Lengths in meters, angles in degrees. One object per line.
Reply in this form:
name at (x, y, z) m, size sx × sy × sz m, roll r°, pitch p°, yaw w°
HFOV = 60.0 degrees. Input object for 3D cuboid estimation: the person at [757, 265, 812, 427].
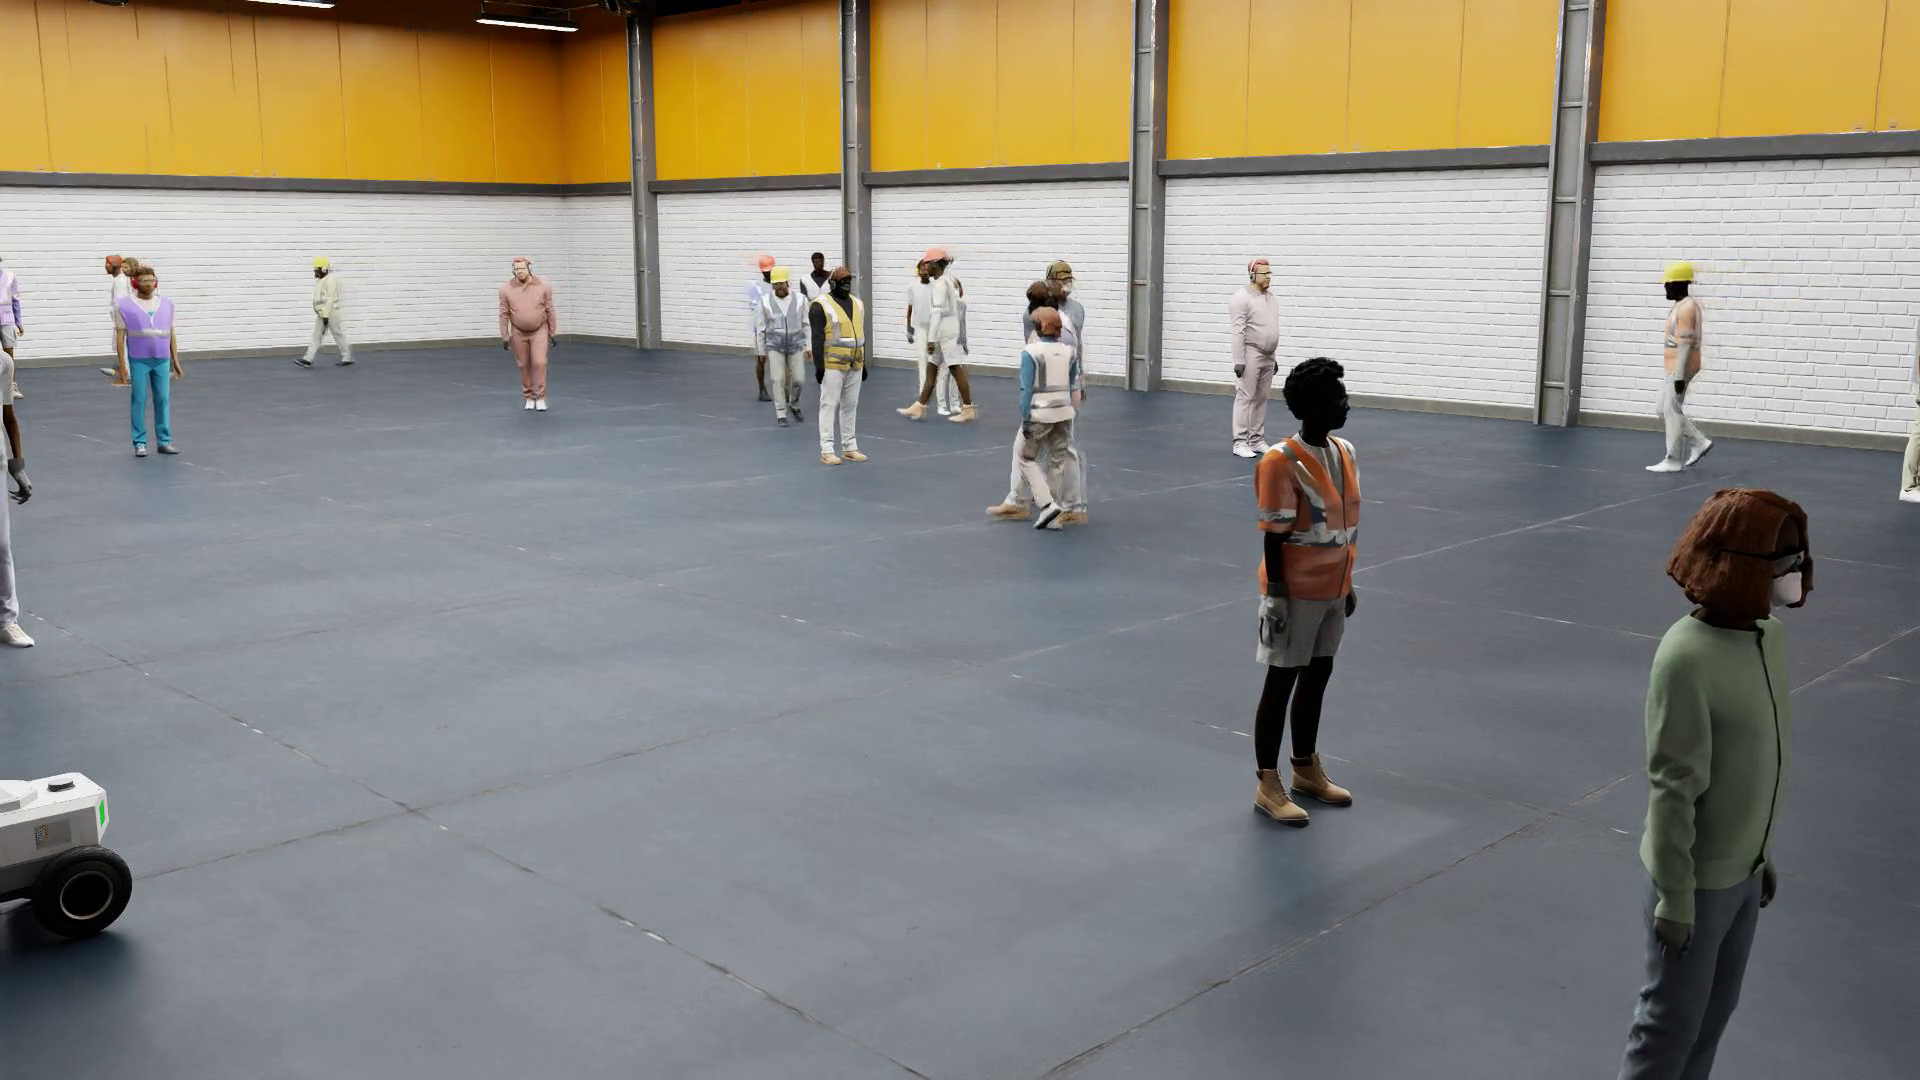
person at (-1.971, -2.169, 18.631) m, size 0.615 × 1.804 × 0.603 m, roll -2°, pitch 11°, yaw -12°

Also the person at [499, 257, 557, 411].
person at (-5.259, -2.493, 20.207) m, size 0.660 × 1.866 × 0.812 m, roll -1°, pitch 10°, yaw -8°

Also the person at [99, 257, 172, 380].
person at (-12.180, -3.249, 24.517) m, size 0.998 × 1.793 × 0.525 m, roll -8°, pitch 13°, yaw -37°

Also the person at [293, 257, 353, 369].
person at (-10.207, -3.629, 26.621) m, size 0.914 × 1.780 × 0.621 m, roll -9°, pitch 14°, yaw -41°

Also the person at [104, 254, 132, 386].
person at (-11.833, -3.111, 23.577) m, size 0.490 × 1.868 × 0.582 m, roll -5°, pitch 12°, yaw -26°

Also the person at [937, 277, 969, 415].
person at (-0.095, -2.308, 19.840) m, size 0.273 × 1.632 × 0.507 m, roll 10°, pitch 15°, yaw 44°

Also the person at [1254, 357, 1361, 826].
person at (1.279, 0.180, 6.094) m, size 0.315 × 1.698 × 0.541 m, roll 10°, pitch 15°, yaw 44°

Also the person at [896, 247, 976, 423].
person at (-0.284, -2.314, 18.894) m, size 1.011 × 1.976 × 0.771 m, roll 1°, pitch 10°, yaw 6°

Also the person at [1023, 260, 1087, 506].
person at (0.762, -1.218, 13.065) m, size 0.359 × 1.938 × 0.635 m, roll 10°, pitch 15°, yaw 44°

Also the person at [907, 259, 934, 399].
person at (-0.409, -2.755, 21.769) m, size 0.543 × 1.815 × 0.974 m, roll -3°, pitch 11°, yaw -14°

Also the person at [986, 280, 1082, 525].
person at (0.538, -0.994, 12.228) m, size 0.816 × 1.803 × 0.616 m, roll -2°, pitch 11°, yaw -10°

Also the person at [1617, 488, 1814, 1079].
person at (1.562, 0.698, 3.450) m, size 0.273 × 1.632 × 0.507 m, roll 10°, pitch 15°, yaw 44°

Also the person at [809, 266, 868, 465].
person at (-1.109, -1.630, 15.591) m, size 0.429 × 1.841 × 0.636 m, roll 10°, pitch 14°, yaw 44°

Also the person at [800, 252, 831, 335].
person at (-2.022, -3.237, 24.220) m, size 0.599 × 1.880 × 0.719 m, roll 0°, pitch 10°, yaw -2°

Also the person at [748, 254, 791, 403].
person at (-2.378, -2.667, 21.110) m, size 0.558 × 1.874 × 0.986 m, roll -6°, pitch 12°, yaw -30°

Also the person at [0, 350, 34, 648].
person at (-5.036, -0.342, 8.487) m, size 0.315 × 1.865 × 0.532 m, roll 10°, pitch 15°, yaw 44°

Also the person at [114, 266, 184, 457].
person at (-7.862, -1.720, 16.127) m, size 0.425 × 1.832 × 0.595 m, roll 9°, pitch 14°, yaw 41°

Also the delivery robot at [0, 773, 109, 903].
delivery robot at (-2.988, 0.902, 5.023) m, size 0.707 × 0.478 × 0.477 m, roll -10°, pitch 14°, yaw -44°

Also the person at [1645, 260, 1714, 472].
person at (6.479, -1.547, 14.938) m, size 0.502 × 1.909 × 0.613 m, roll 4°, pitch 11°, yaw 21°

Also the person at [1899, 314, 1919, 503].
person at (7.809, -1.231, 13.325) m, size 0.315 × 1.870 × 0.532 m, roll 10°, pitch 15°, yaw 44°

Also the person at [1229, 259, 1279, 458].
person at (2.877, -1.756, 16.084) m, size 0.409 × 1.906 × 0.652 m, roll 10°, pitch 15°, yaw 44°

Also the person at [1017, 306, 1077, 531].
person at (0.633, -0.864, 11.997) m, size 0.527 × 1.629 × 0.360 m, roll -7°, pitch 12°, yaw -33°

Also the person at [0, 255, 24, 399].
person at (-12.483, -2.830, 21.559) m, size 0.369 × 2.044 × 0.615 m, roll 10°, pitch 15°, yaw 44°
